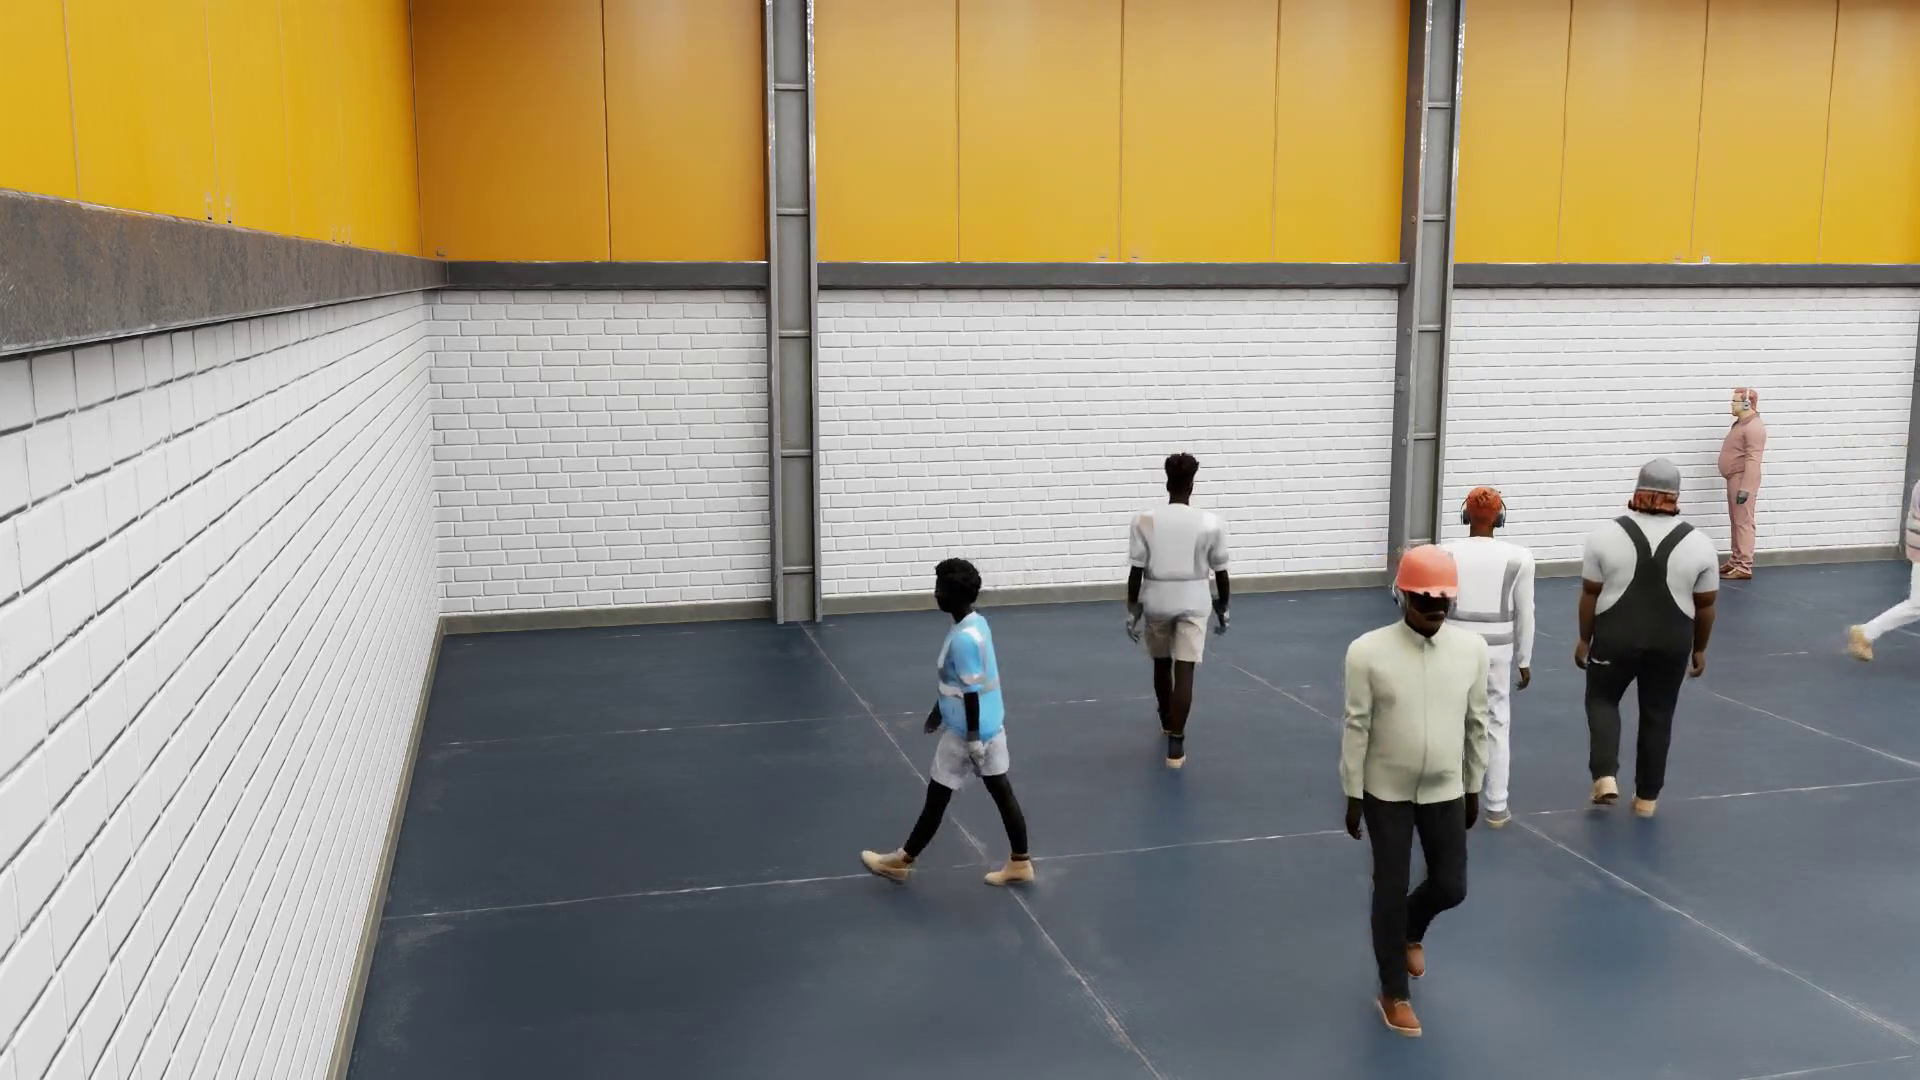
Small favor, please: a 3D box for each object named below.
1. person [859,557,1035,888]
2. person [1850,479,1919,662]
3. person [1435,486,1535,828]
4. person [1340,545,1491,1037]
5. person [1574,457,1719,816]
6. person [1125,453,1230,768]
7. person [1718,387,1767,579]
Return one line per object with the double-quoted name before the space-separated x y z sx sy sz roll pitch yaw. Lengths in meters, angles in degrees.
"person" -0.038 0.906 8.167 0.893 1.645 0.539 2 9 11
"person" 7.313 0.116 12.609 0.803 1.815 0.618 8 12 41
"person" 2.833 0.641 9.119 0.584 1.878 0.337 3 9 16
"person" 1.821 0.976 6.736 0.606 1.980 0.559 -1 9 -4
"person" 3.805 0.539 9.258 0.717 2.000 0.535 3 10 17
"person" 1.388 0.402 10.495 0.633 1.908 1.003 2 9 12
"person" 7.744 -0.561 16.536 0.405 1.911 0.636 3 9 16
